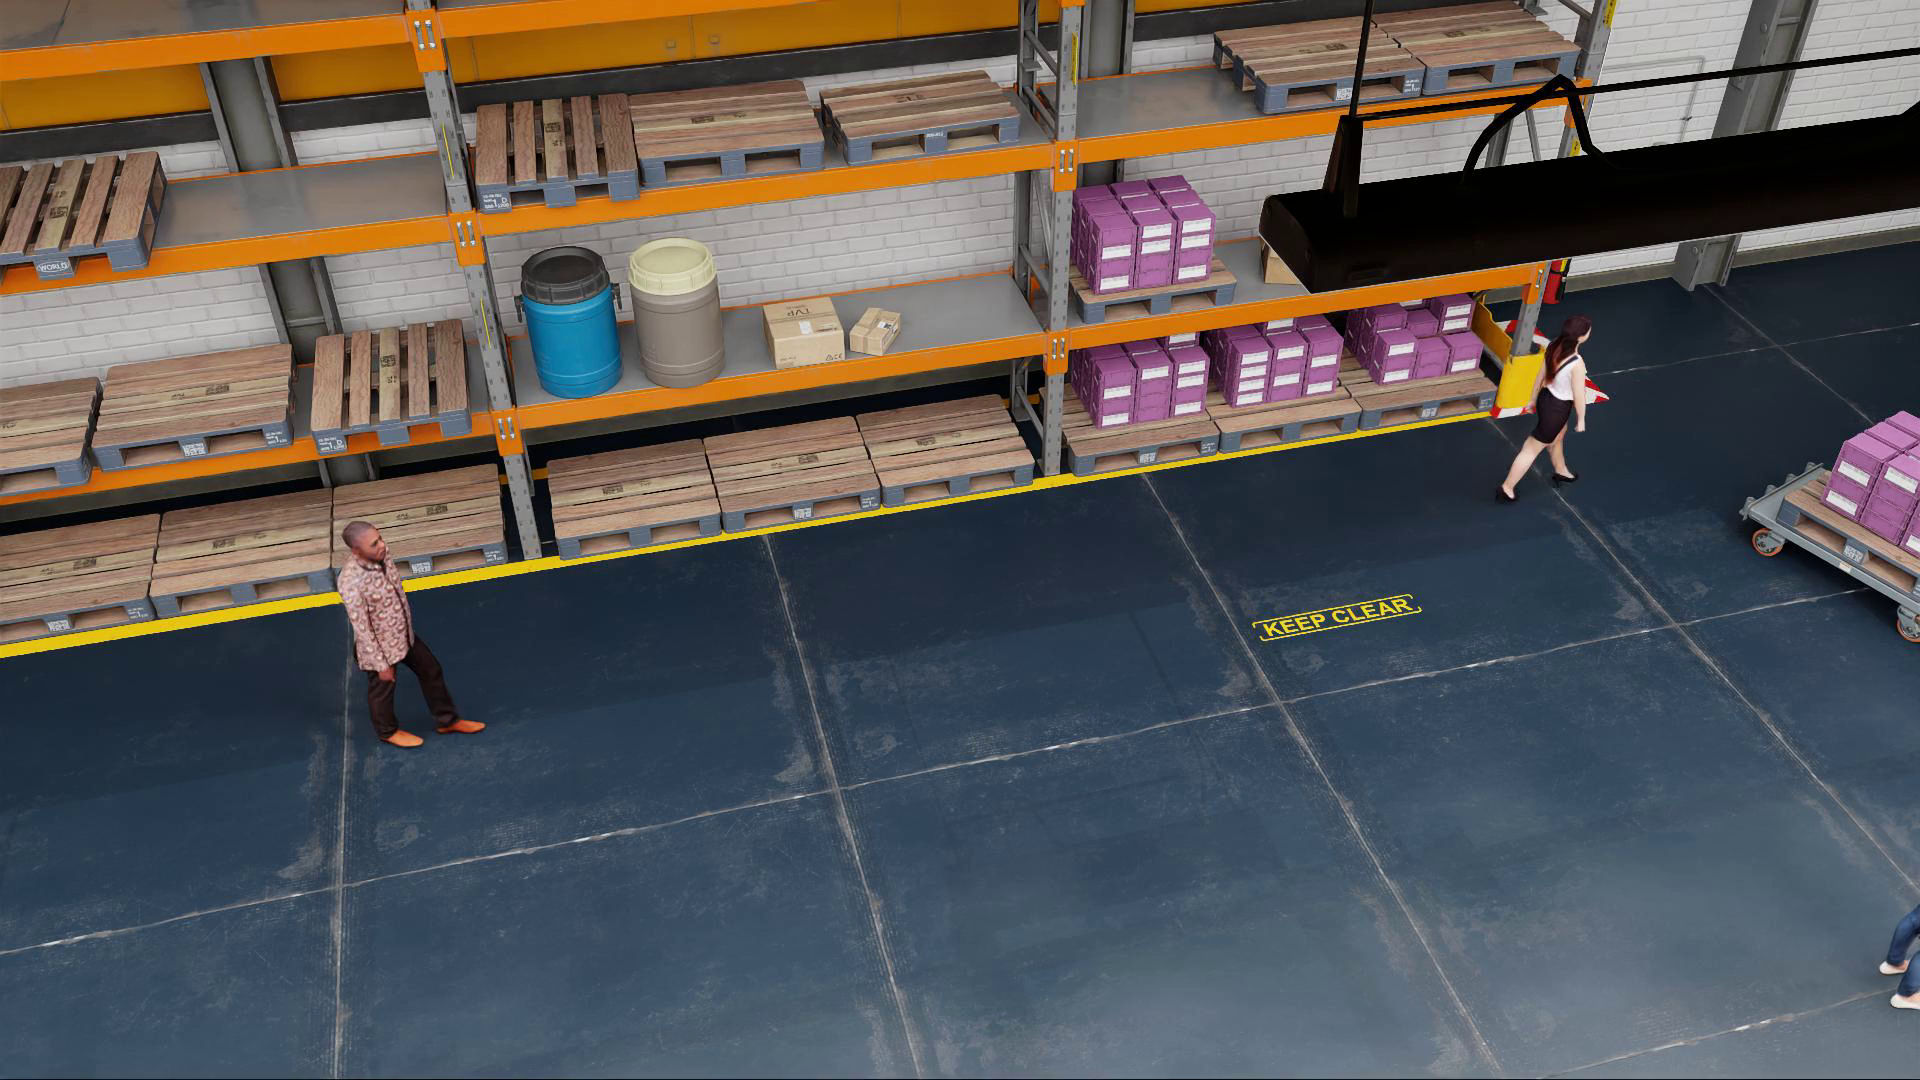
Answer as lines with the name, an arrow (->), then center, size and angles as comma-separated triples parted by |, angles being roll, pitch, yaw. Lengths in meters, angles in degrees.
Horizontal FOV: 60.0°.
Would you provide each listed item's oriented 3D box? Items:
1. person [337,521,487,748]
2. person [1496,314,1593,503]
person -> -3.611, 0.591, 10.237 | 1.065, 1.783, 0.960 | 8, 39, 10
person -> 4.281, -0.914, 12.256 | 0.966, 1.615, 0.599 | -12, 40, -14
